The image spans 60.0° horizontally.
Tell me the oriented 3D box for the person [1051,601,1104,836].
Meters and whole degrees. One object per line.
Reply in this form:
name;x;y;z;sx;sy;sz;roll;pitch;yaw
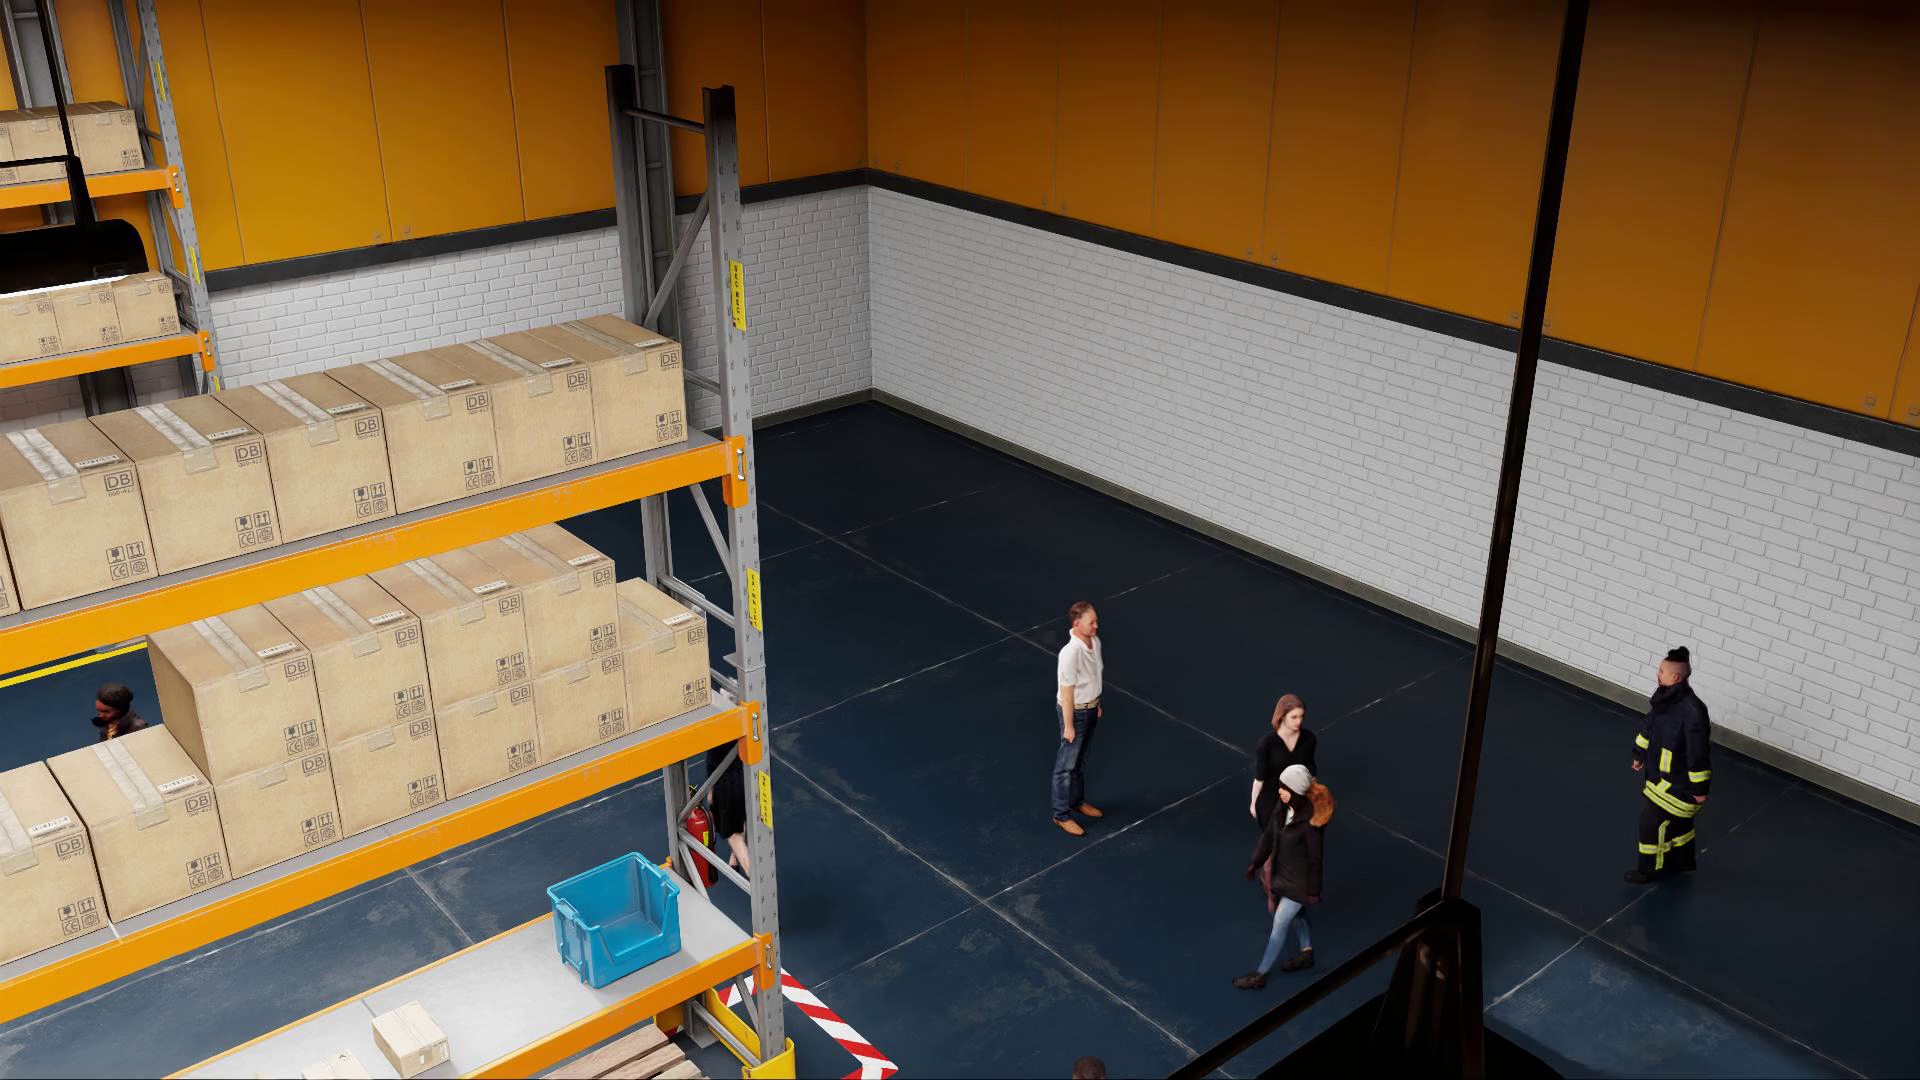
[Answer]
person;0.875;1.295;12.553;0.784;1.856;0.619;15;28;30

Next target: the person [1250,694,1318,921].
person;2.193;1.795;11.620;0.734;1.688;0.782;-7;25;-16

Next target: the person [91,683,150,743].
person;-5.911;1.793;11.675;0.827;1.648;1.015;15;28;31

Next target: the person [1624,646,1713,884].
person;5.177;1.632;11.809;1.041;1.834;0.984;-3;24;-6

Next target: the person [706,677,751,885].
person;-1.526;1.789;11.597;1.033;1.718;0.777;-12;27;-26

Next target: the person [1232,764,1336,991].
person;2.251;2.169;10.868;0.999;1.605;0.811;-8;25;-19
